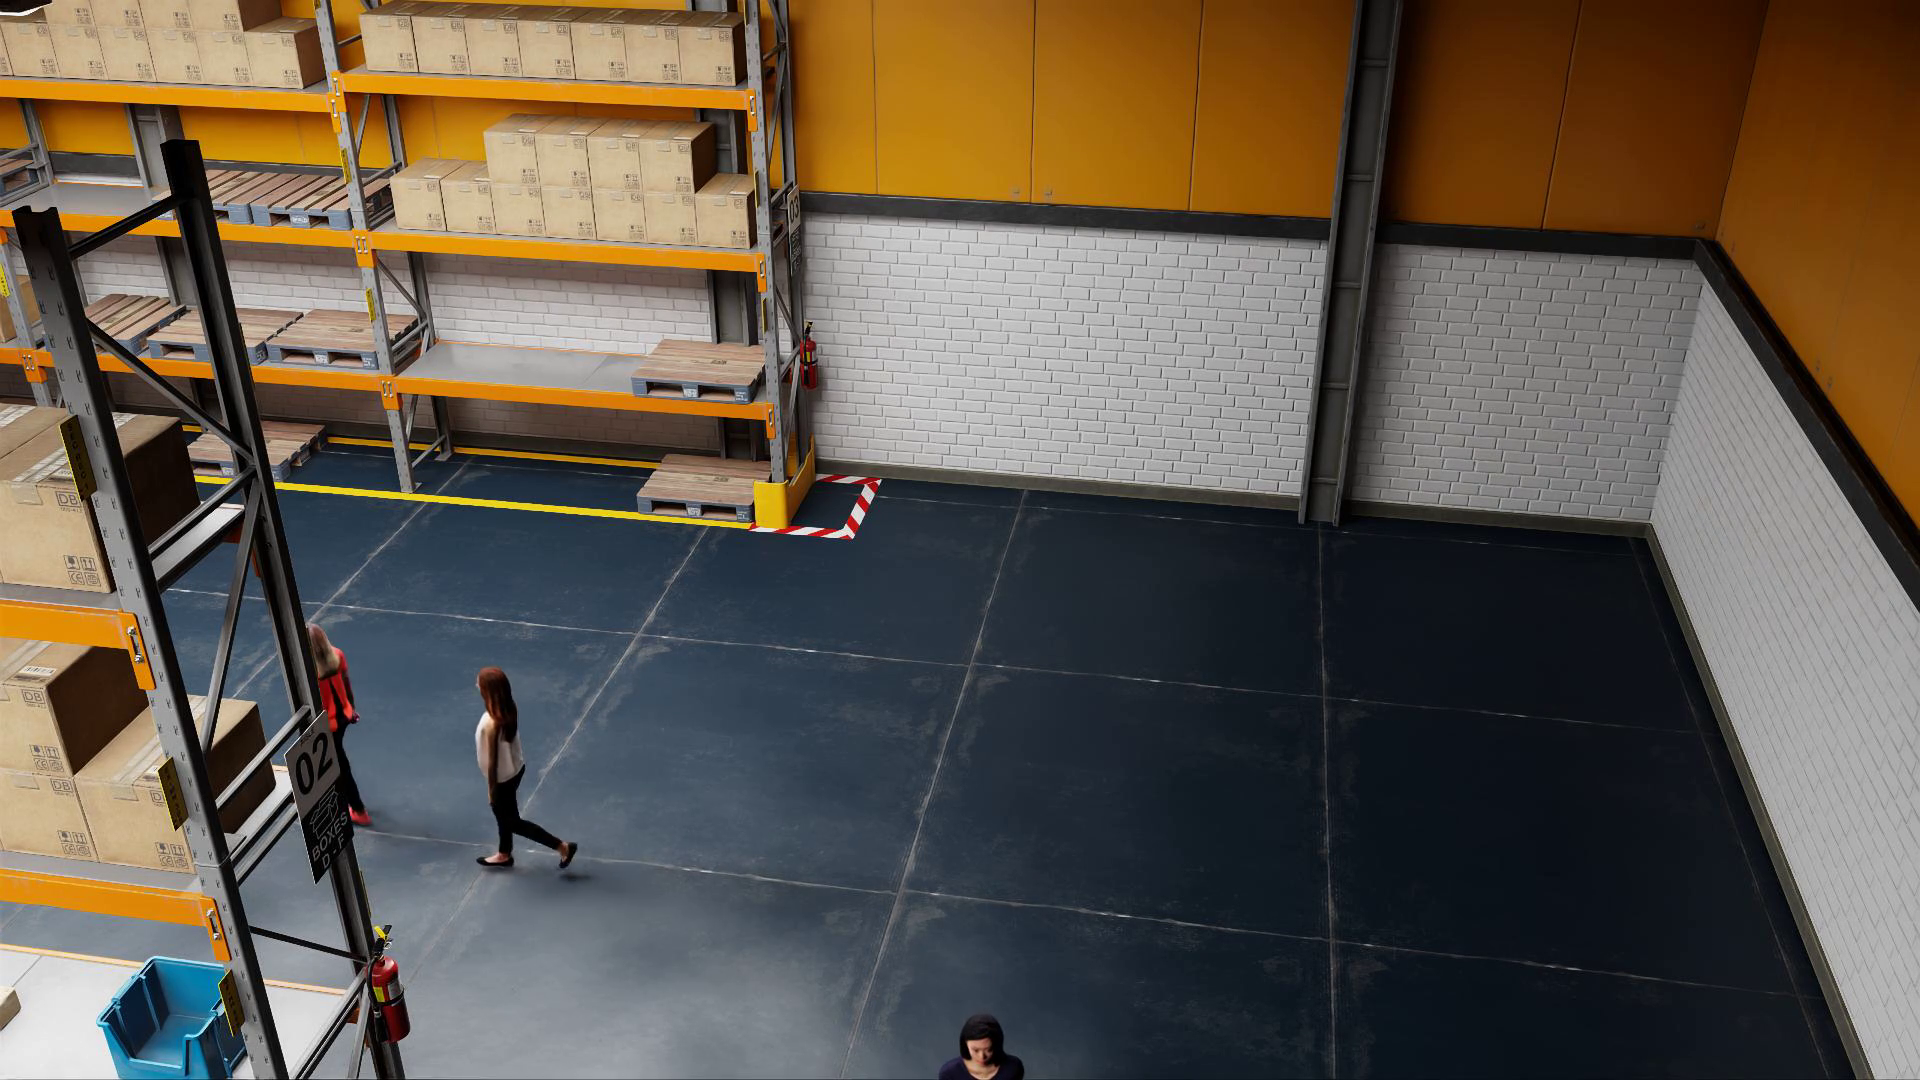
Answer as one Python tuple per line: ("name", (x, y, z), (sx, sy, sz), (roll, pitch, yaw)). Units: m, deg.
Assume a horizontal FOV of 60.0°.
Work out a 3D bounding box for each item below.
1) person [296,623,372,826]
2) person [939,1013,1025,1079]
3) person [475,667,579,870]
("person", (-4.505, 1.362, 12.085), (0.889, 1.679, 0.735), (13, 31, 22))
("person", (0.111, 3.143, 8.762), (0.565, 1.733, 0.729), (-4, 29, -8))
("person", (-3.077, 1.636, 11.559), (1.024, 1.701, 0.670), (1, 29, 2))
